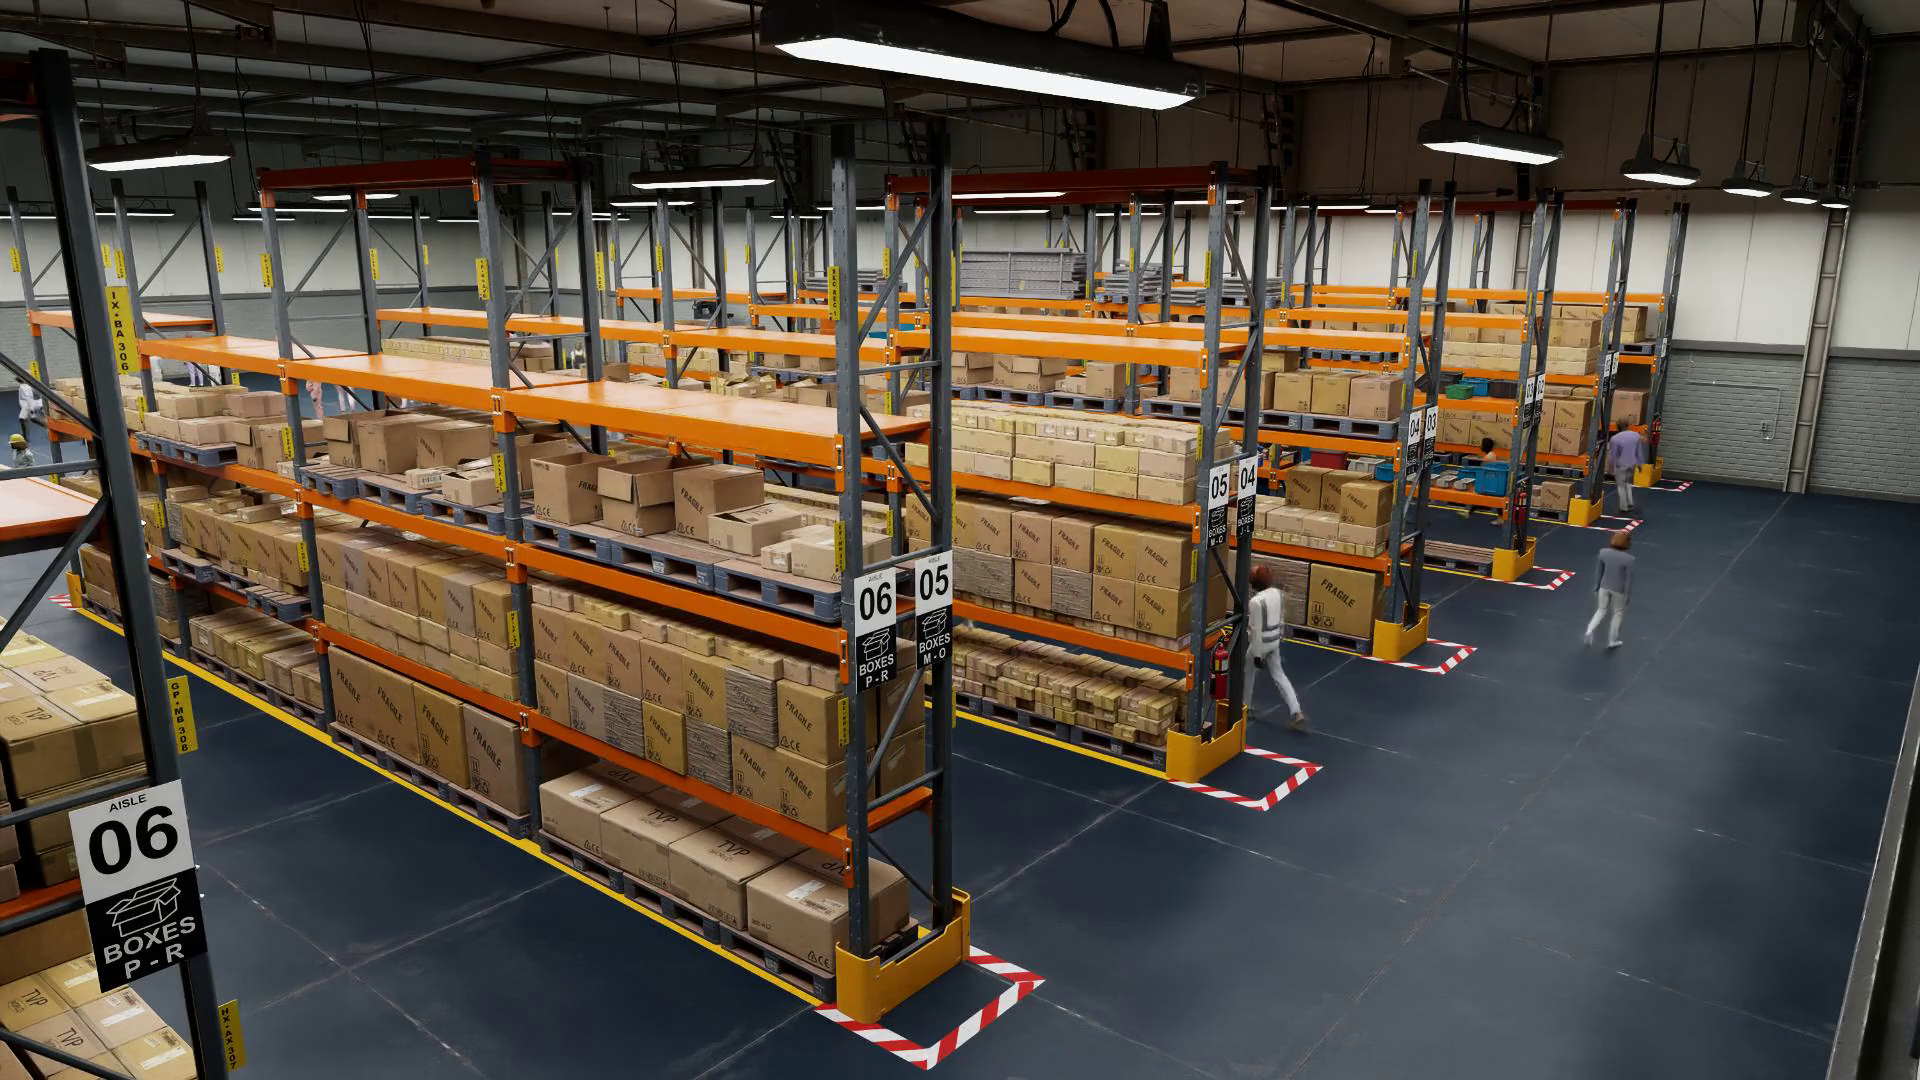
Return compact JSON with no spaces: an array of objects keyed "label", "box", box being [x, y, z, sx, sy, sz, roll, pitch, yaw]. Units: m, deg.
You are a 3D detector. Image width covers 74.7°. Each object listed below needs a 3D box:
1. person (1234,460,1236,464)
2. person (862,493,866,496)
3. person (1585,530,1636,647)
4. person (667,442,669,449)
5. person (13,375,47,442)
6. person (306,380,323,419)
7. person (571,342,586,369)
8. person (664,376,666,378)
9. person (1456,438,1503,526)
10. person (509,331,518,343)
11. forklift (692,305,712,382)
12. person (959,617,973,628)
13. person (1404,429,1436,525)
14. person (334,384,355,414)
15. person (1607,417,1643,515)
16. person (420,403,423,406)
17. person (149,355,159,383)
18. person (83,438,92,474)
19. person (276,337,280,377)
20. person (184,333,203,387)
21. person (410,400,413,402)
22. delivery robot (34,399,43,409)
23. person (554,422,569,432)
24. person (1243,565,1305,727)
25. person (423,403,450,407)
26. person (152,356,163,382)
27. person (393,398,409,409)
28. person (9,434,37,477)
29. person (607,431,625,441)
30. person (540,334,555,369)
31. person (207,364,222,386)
[{"label":"person","box":[4.560,-0.886,22.217,0.604,1.948,0.386,-6,15,-22]},{"label":"person","box":[-2.169,-1.826,26.105,0.353,1.936,0.633,9,16,32]},{"label":"person","box":[8.566,0.657,16.563,0.629,1.610,0.509,-9,17,-34]},{"label":"person","box":[-5.475,-1.129,23.887,0.647,1.618,0.521,12,18,40]},{"label":"person","box":[-24.587,-3.558,33.304,0.891,1.906,0.544,-8,16,-30]},{"label":"person","box":[-18.222,-4.109,35.561,0.409,1.909,0.642,-7,15,-26]},{"label":"person","box":[-12.845,-5.756,42.550,0.513,1.822,0.582,-5,14,-18]},{"label":"person","box":[-9.463,-5.118,39.909,0.419,1.815,0.609,-9,16,-32]},{"label":"person","box":[9.918,-1.107,23.736,0.917,1.633,0.546,7,15,28]},{"label":"person","box":[-17.589,-7.489,49.599,0.429,1.843,0.633,3,14,12]},{"label":"forklift","box":[-9.511,-7.392,47.124,1.873,2.768,1.129,11,17,38]},{"label":"person","box":[-0.150,0.292,17.533,0.615,1.870,1.011,-11,18,-39]},{"label":"person","box":[8.651,-1.165,23.629,0.609,1.808,0.809,-8,16,-29]},{"label":"person","box":[-18.711,-4.795,38.266,0.628,1.970,0.852,-10,17,-35]},{"label":"person","box":[12.941,-1.433,24.557,0.702,1.900,0.441,-3,14,-12]},{"label":"person","box":[-15.522,-4.406,36.710,0.633,1.933,0.558,-3,14,-11]},{"label":"person","box":[-25.808,-5.216,40.253,0.444,1.845,0.512,2,14,8]},{"label":"person","box":[-19.409,-2.292,28.222,0.633,1.841,0.429,3,14,14]},{"label":"person","box":[-23.910,-6.247,44.390,0.560,1.899,0.974,-7,15,-27]},{"label":"person","box":[-27.602,-6.473,45.283,0.410,1.909,0.642,9,16,32]},{"label":"person","box":[-17.729,-5.310,41.107,0.556,1.613,0.512,-3,14,-11]},{"label":"delivery robot","box":[-27.953,-4.155,38.459,0.707,0.478,0.477,6,15,23]},{"label":"person","box":[-8.915,-2.365,28.199,0.395,1.993,0.614,7,15,27]},{"label":"person","box":[3.443,1.173,13.992,0.585,1.841,0.977,-11,18,-39]},{"label":"person","box":[-12.400,-2.753,29.980,0.651,1.907,0.409,-11,18,-39]},{"label":"person","box":[-27.212,-5.673,42.555,0.307,1.638,0.511,12,18,40]},{"label":"person","box":[-16.080,-4.226,36.096,0.653,1.881,0.730,-4,14,-16]},{"label":"person","box":[-17.544,-1.127,23.631,0.492,1.742,0.321,6,15,22]},{"label":"person","box":[-9.018,-3.438,32.896,0.605,1.864,0.700,4,14,15]},{"label":"person","box":[-14.847,-6.492,45.427,1.011,1.887,0.550,10,17,36]},{"label":"person","box":[-24.017,-5.302,40.566,0.510,1.861,0.329,1,14,6]}]
